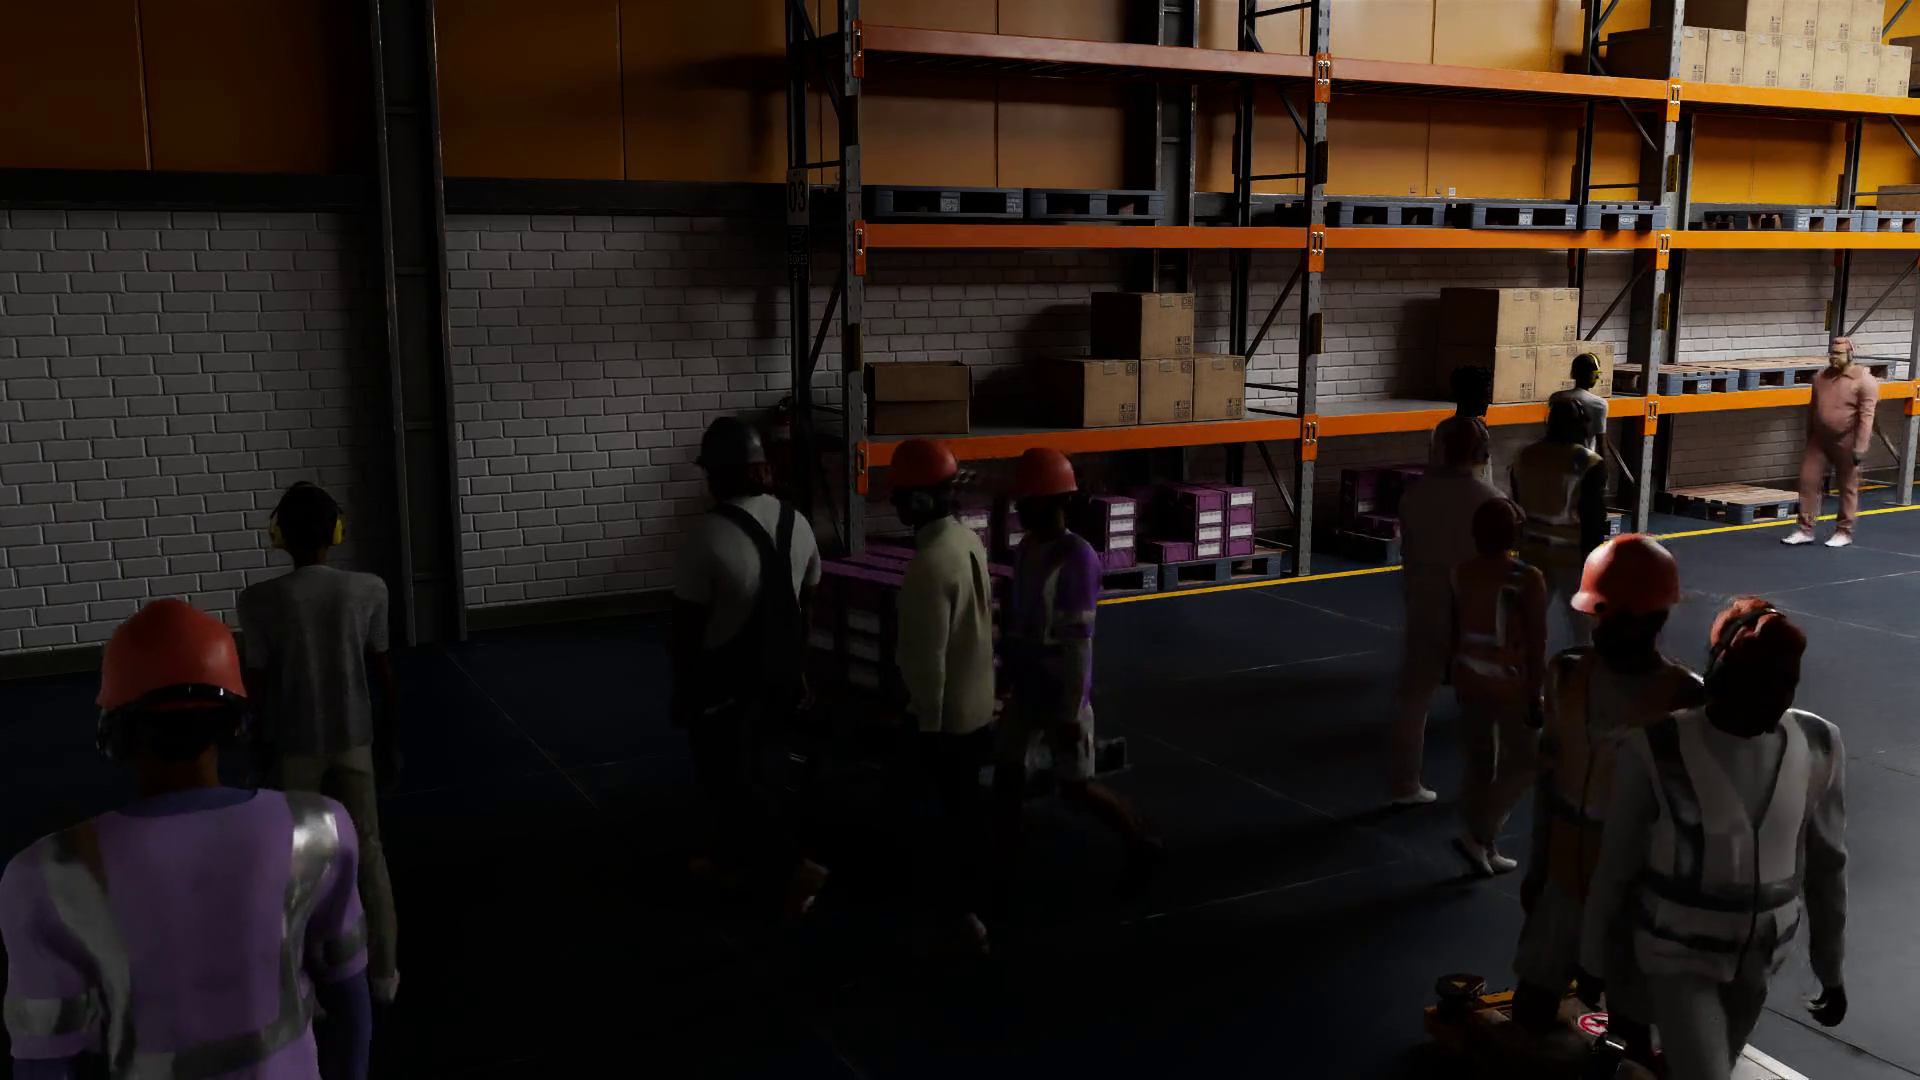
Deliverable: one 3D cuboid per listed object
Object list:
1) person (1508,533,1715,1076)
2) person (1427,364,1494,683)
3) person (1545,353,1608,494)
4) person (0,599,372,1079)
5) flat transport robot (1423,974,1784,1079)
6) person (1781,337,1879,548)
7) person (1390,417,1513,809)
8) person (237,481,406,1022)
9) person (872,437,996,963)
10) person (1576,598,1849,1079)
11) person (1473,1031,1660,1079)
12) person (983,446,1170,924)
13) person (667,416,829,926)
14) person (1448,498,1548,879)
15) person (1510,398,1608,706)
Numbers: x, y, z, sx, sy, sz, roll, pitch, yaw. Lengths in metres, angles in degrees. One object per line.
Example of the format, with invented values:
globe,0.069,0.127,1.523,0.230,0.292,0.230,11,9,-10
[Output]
person,1.720,0.927,4.419,0.434,1.928,0.591,-6,12,-31
person,3.088,-0.102,10.246,0.361,1.965,0.613,-1,10,-8
person,4.818,-0.532,13.052,0.346,1.858,0.528,-8,13,-39
person,-1.452,1.102,3.169,0.635,2.013,0.794,-7,12,-36
flat transport robot,2.101,1.651,5.027,0.652,0.197,1.431,-4,10,-20
person,7.710,-0.849,14.770,0.792,1.880,0.671,-5,11,-28
person,2.424,0.342,7.977,0.971,1.856,0.672,-7,12,-35
person,-2.199,0.729,5.755,0.533,1.864,0.310,-6,12,-32
person,-0.093,0.605,6.159,0.448,1.973,0.597,4,11,23
person,1.863,1.011,4.207,0.610,1.850,0.964,-1,10,-8
person,0.458,1.381,1.883,0.630,1.904,0.688,6,12,31
person,0.416,0.572,6.562,0.896,1.909,0.552,-5,11,-27
person,-0.816,0.494,6.599,0.877,2.000,0.688,7,12,36
person,2.234,0.635,6.976,0.389,1.616,0.544,-5,11,-27
person,3.523,0.091,9.566,0.848,1.811,0.654,-7,12,-34
